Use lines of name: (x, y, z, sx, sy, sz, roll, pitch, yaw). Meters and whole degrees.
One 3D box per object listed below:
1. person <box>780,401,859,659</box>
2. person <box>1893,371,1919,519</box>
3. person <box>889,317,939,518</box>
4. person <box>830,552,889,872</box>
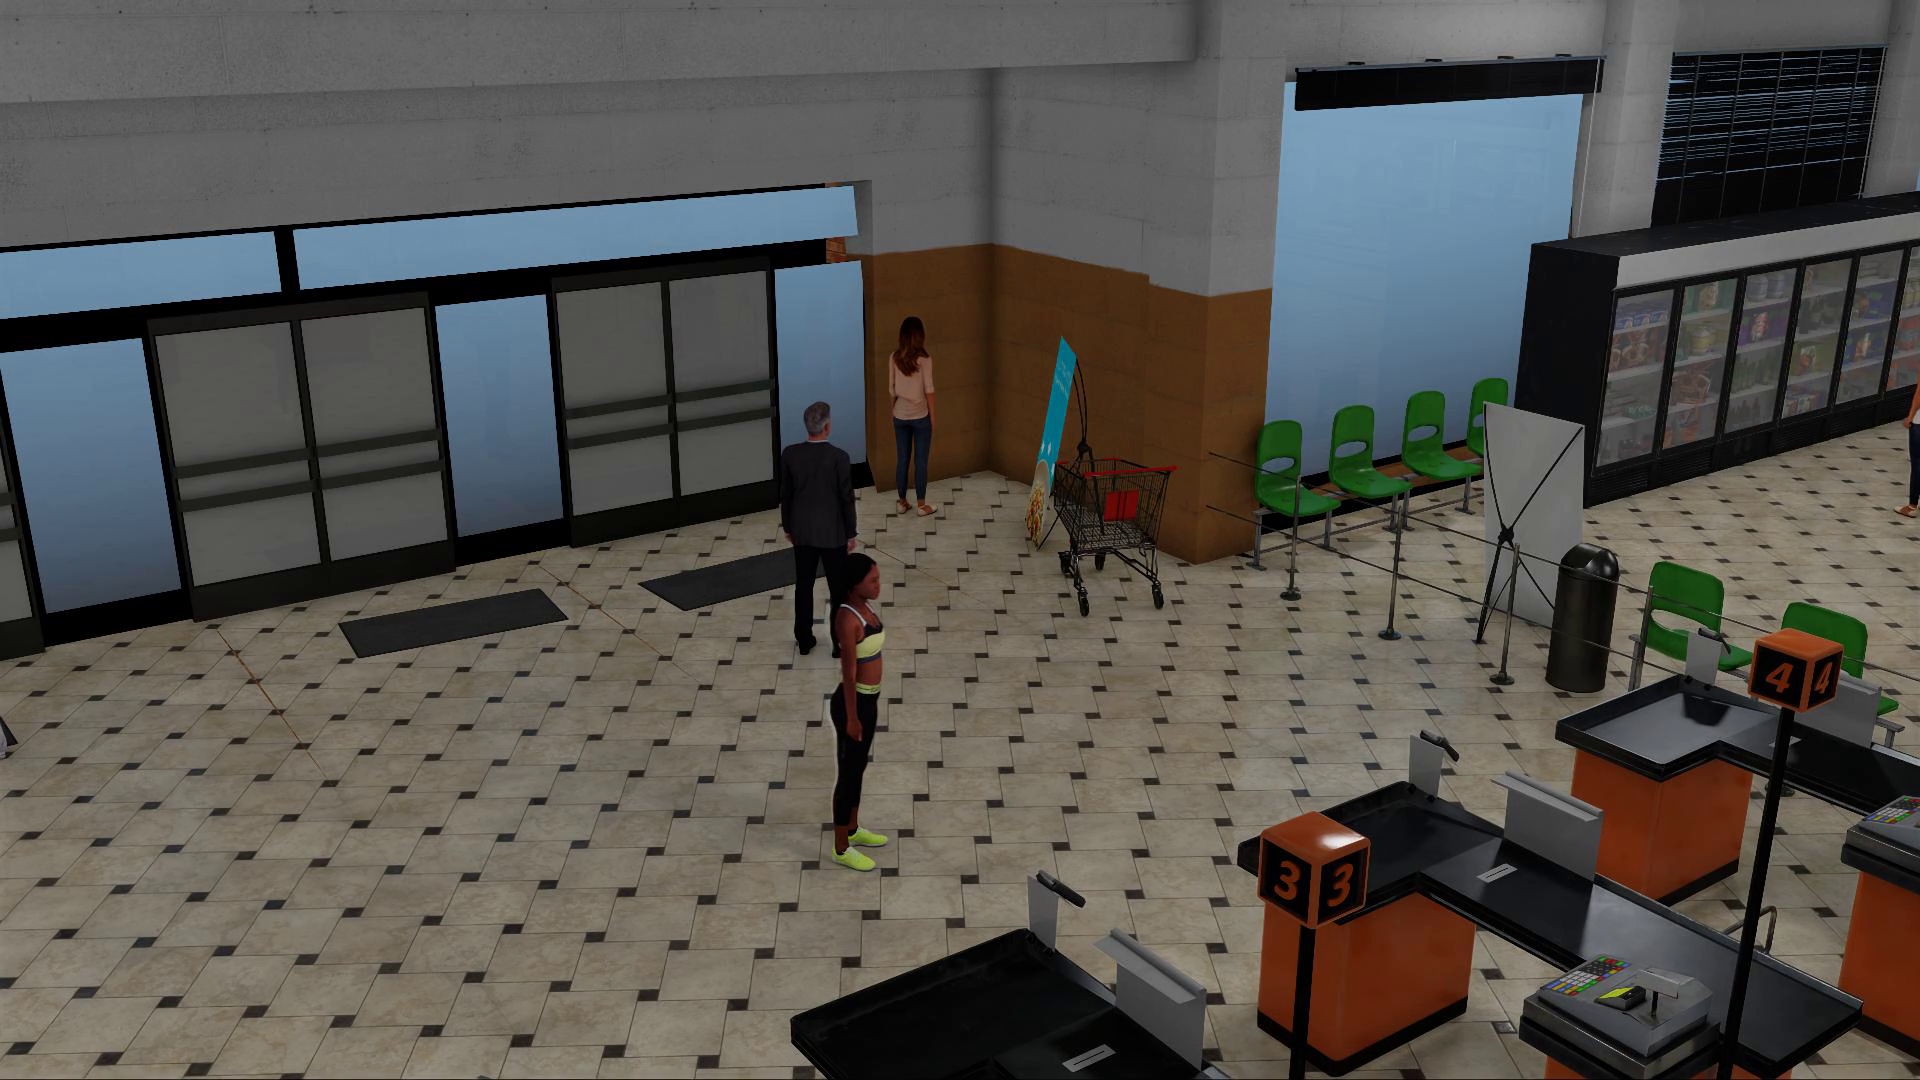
person: (-0.983, -0.078, 11.693, 0.764, 1.840, 0.863, 6, 19, 16)
person: (8.631, -1.075, 14.733, 0.676, 1.786, 0.685, -1, 19, -4)
person: (-0.428, -1.099, 14.796, 0.616, 1.792, 0.726, 9, 21, 24)
person: (-0.567, 0.898, 8.934, 0.693, 1.753, 0.639, 4, 19, 11)
